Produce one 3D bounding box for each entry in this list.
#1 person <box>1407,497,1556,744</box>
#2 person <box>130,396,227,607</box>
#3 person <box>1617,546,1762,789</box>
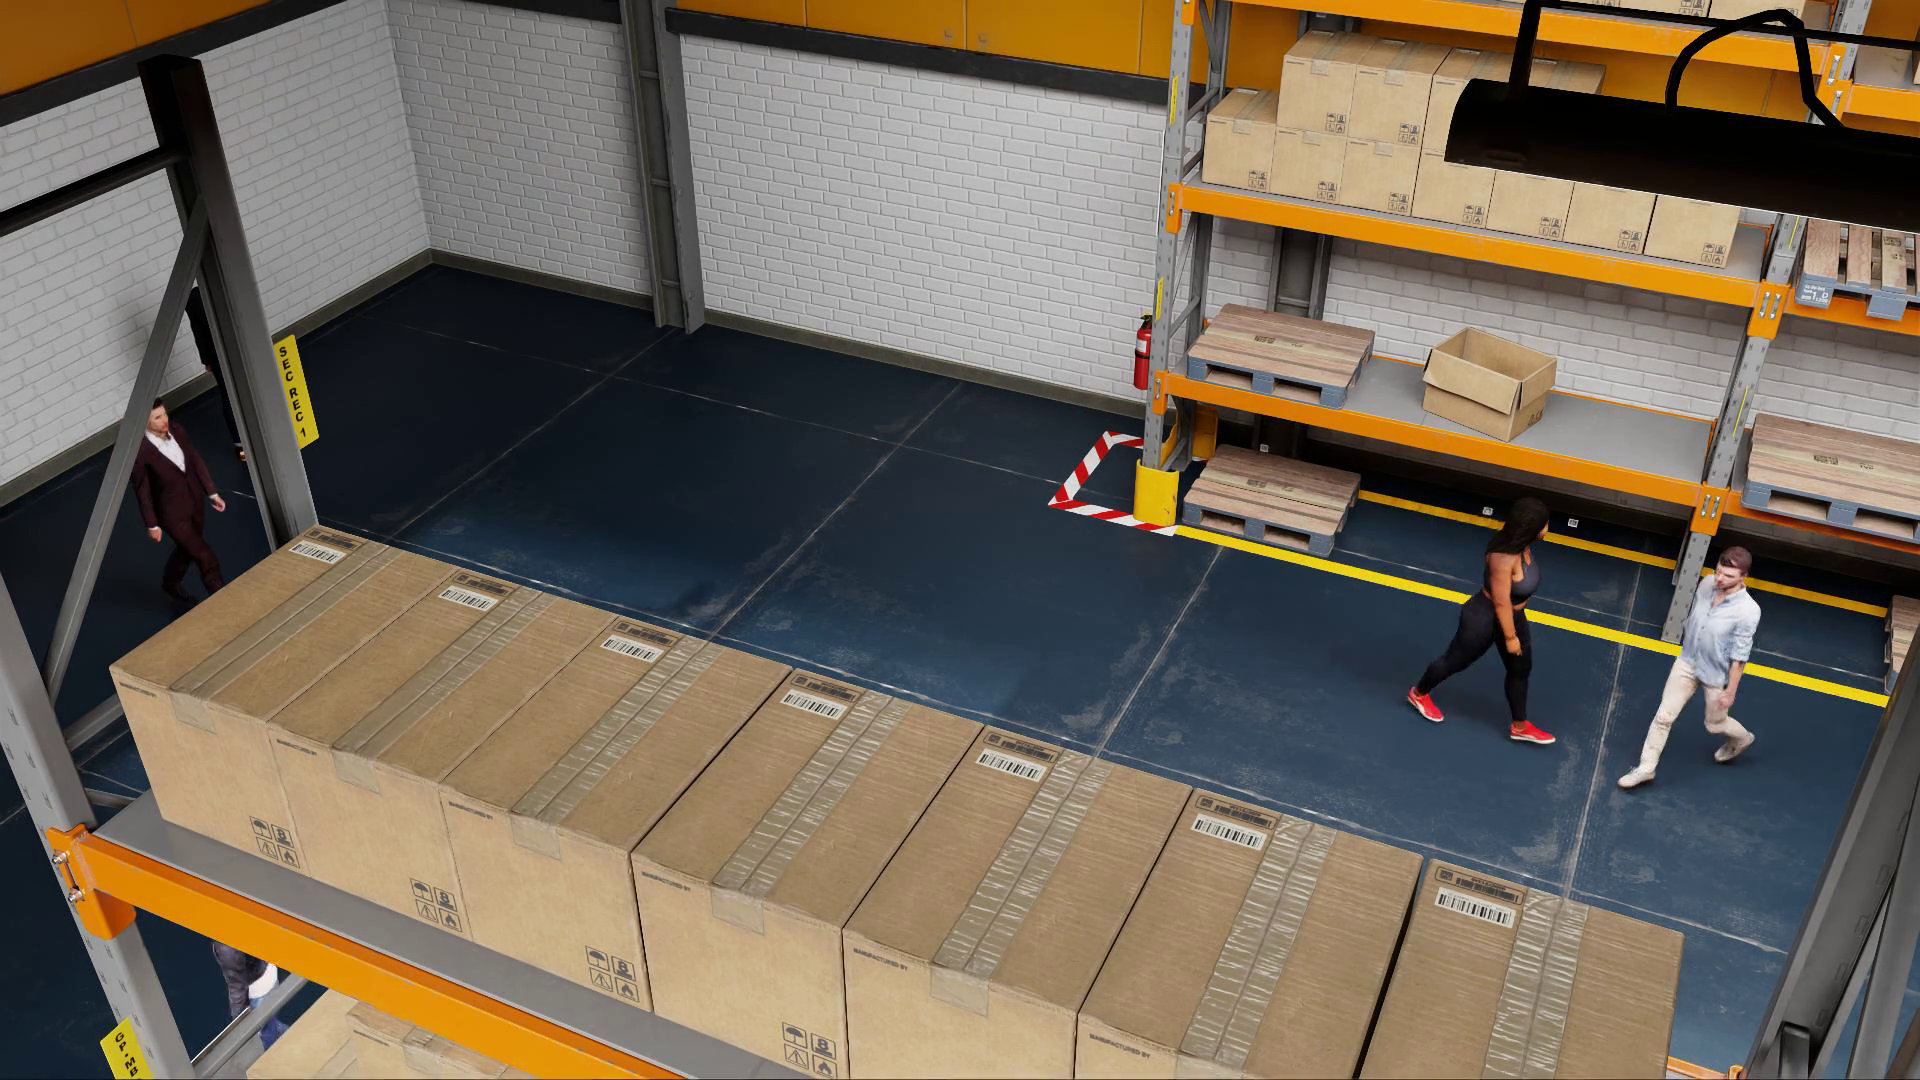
[{"bbox_3d":[3.348,0.511,10.742,1.268,1.758,0.855,24,41,32],"label":"person"},{"bbox_3d":[-5.592,-0.229,11.789,1.217,1.832,0.799,10,35,14],"label":"person"},{"bbox_3d":[4.696,0.797,10.267,1.186,1.809,1.177,-13,36,-18],"label":"person"}]
